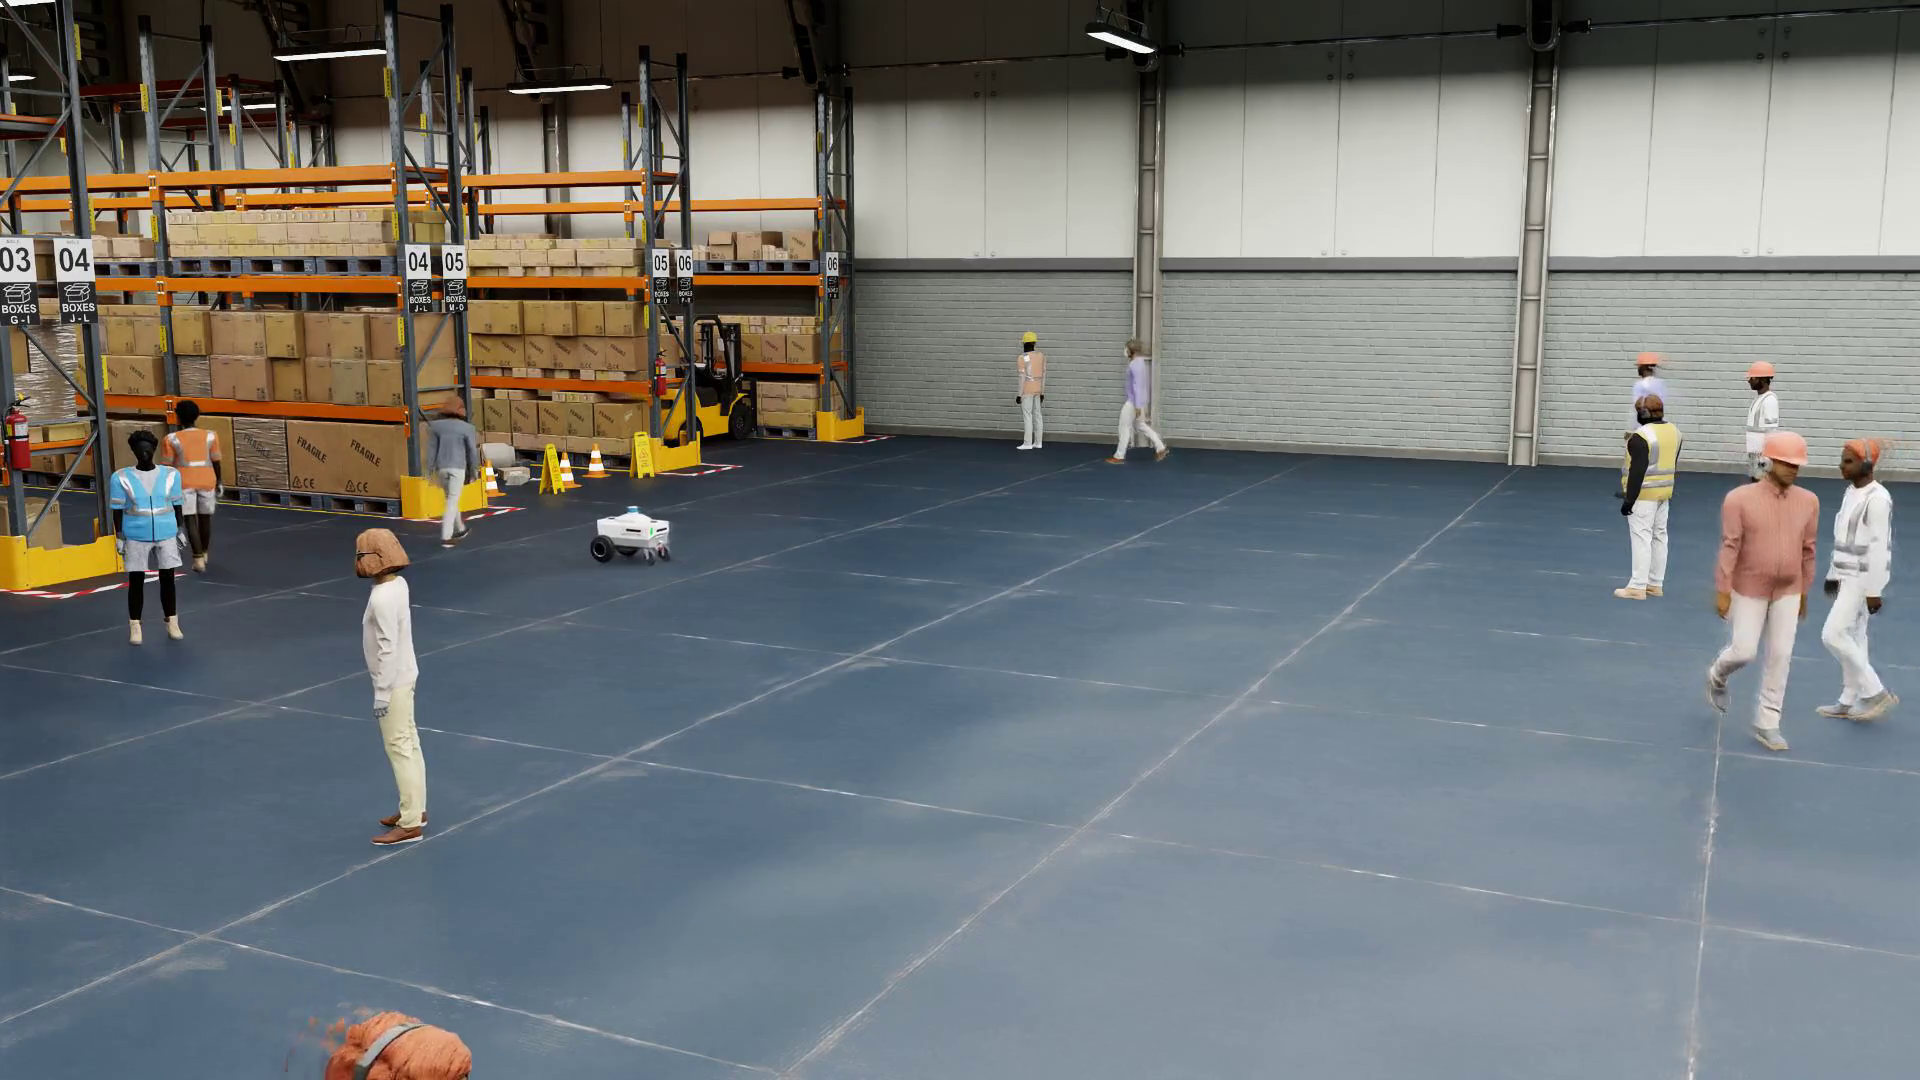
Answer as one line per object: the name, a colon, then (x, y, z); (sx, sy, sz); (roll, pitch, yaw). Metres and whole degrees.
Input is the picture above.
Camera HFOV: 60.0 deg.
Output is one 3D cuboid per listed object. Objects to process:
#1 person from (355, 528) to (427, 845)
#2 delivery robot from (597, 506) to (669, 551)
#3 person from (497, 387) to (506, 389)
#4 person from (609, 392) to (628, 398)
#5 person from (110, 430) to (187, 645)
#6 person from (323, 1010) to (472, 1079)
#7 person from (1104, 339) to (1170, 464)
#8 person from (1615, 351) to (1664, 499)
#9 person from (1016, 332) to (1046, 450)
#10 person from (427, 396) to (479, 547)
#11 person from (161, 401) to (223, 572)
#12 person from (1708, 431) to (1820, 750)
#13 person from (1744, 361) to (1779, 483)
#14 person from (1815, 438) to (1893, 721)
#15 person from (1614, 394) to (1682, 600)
person: (-2.934, 0.747, 8.573); (0.269, 1.632, 0.504); (-1, 9, -9)
delivery robot: (-3.295, -0.098, 16.769); (0.707, 0.478, 0.477); (4, 10, 24)
person: (-7.685, -2.504, 27.317); (0.720, 2.020, 0.646); (5, 10, 27)
person: (-5.563, -2.301, 26.618); (1.046, 1.846, 0.632); (5, 10, 26)
person: (-6.389, -0.026, 13.123); (0.540, 1.695, 0.317); (-7, 11, -35)
person: (-0.780, 1.614, 2.531); (0.581, 1.864, 0.619); (4, 10, 26)
person: (2.707, -2.077, 25.090); (0.952, 1.909, 0.642); (1, 9, 8)
person: (8.700, -1.432, 21.056); (0.556, 1.920, 0.735); (-7, 12, -39)
person: (1.142, -2.429, 27.157); (0.595, 1.922, 0.377); (-8, 12, -42)
person: (-5.417, -0.746, 17.853); (0.510, 1.579, 0.853); (2, 9, 10)
person: (-7.539, -0.534, 16.318); (0.548, 1.665, 0.716); (-8, 12, -39)
person: (5.008, 0.282, 10.408); (0.616, 1.970, 0.696); (0, 9, 1)
person: (8.828, -1.008, 18.408); (0.376, 1.935, 0.550); (2, 10, 13)
person: (5.806, 0.266, 10.811); (0.409, 1.874, 0.592); (3, 10, 17)
person: (6.148, -0.386, 14.906); (0.620, 1.838, 0.429); (-6, 11, -34)
